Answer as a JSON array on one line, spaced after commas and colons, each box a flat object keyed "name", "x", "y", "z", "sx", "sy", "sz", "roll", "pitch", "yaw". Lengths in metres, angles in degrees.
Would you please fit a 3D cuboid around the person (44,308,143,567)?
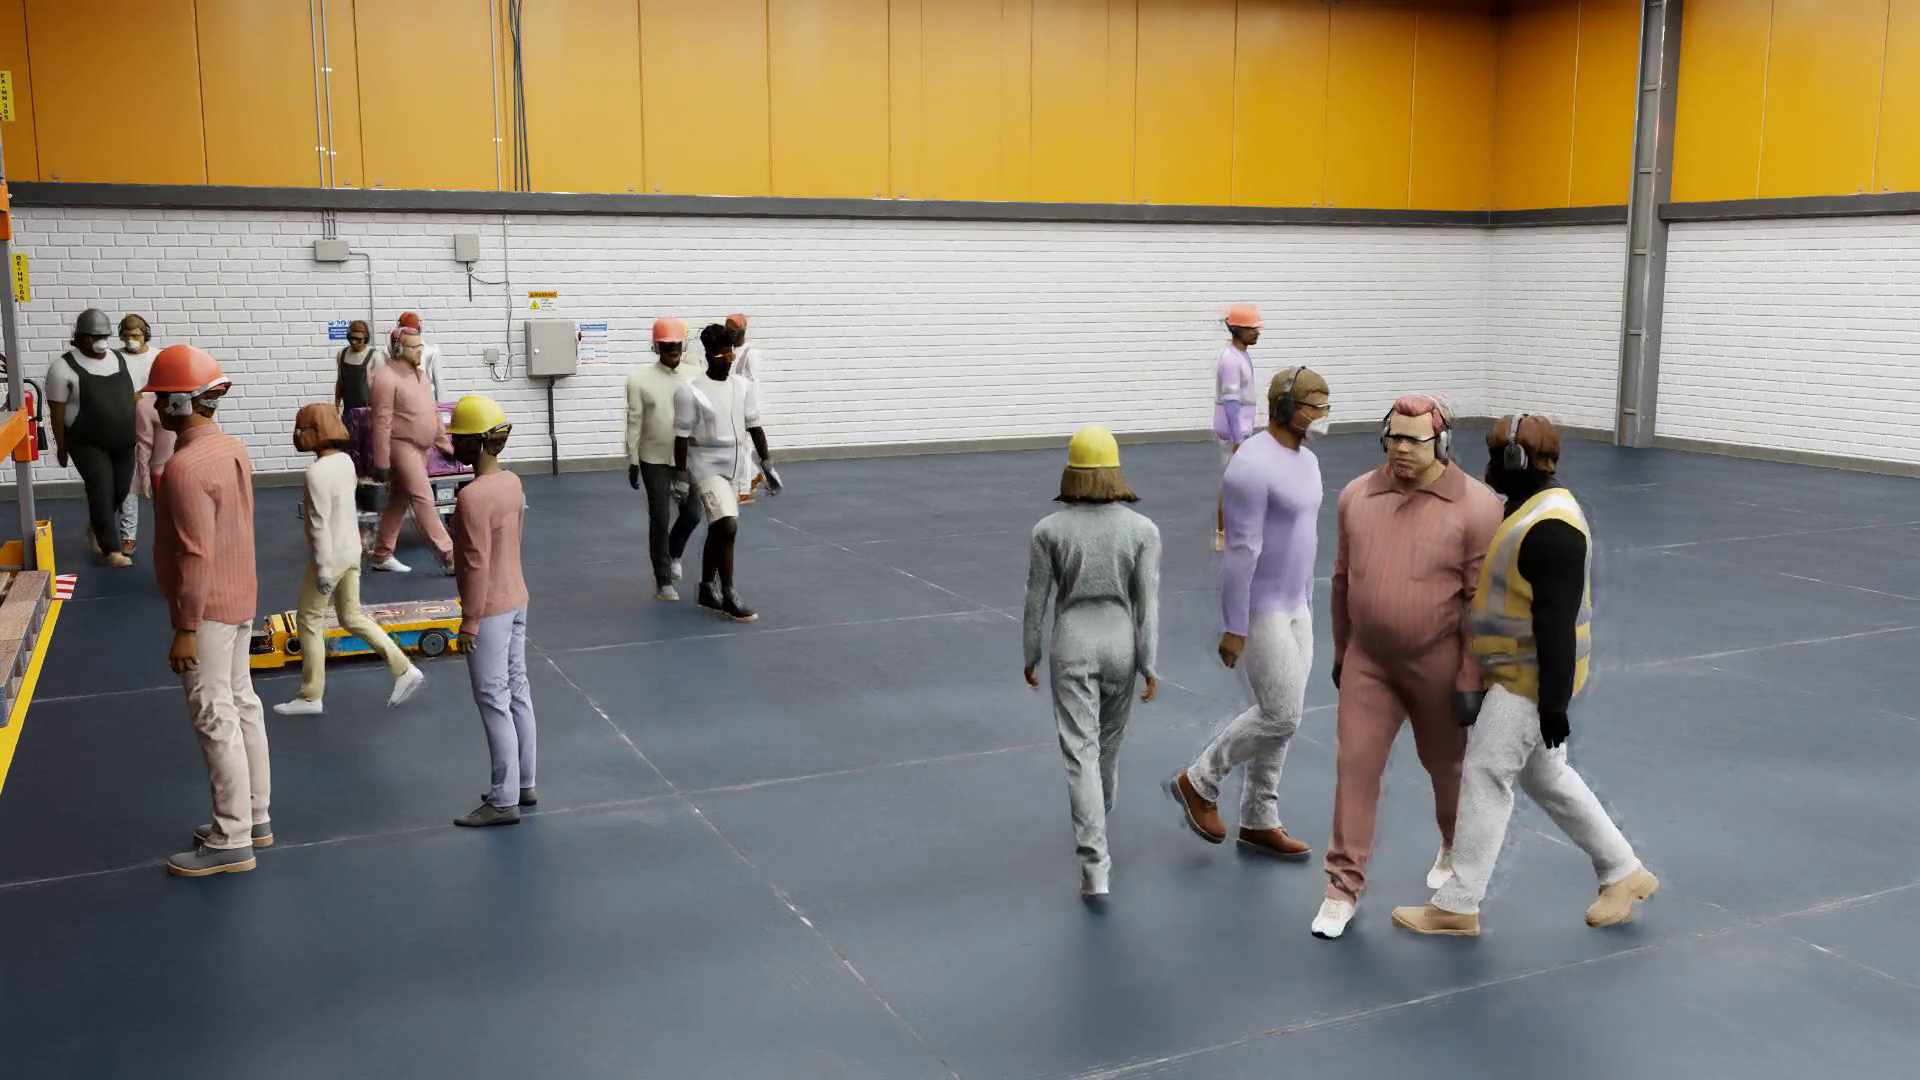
[{"name": "person", "x": -6.744, "y": -0.838, "z": 12.983, "sx": 0.905, "sy": 2.000, "sz": 0.681, "roll": 6, "pitch": 11, "yaw": 32}]

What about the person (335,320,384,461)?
[{"name": "person", "x": -5.818, "y": -1.239, "z": 16.181, "sx": 0.606, "sy": 1.809, "sz": 0.530, "roll": 3, "pitch": 10, "yaw": 19}]

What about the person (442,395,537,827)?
[{"name": "person", "x": -1.944, "y": 0.290, "z": 6.837, "sx": 0.311, "sy": 1.768, "sz": 0.533, "roll": 1, "pitch": 9, "yaw": 4}]

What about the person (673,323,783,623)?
[{"name": "person", "x": -1.490, "y": -0.435, "z": 10.835, "sx": 0.804, "sy": 1.928, "sz": 0.633, "roll": 6, "pitch": 11, "yaw": 34}]

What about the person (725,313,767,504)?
[{"name": "person", "x": -2.115, "y": -1.266, "z": 16.163, "sx": 0.457, "sy": 1.870, "sz": 0.600, "roll": -6, "pitch": 11, "yaw": -34}]

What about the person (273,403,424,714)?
[{"name": "person", "x": -3.145, "y": 0.099, "z": 8.501, "sx": 0.704, "sy": 1.603, "sz": 0.508, "roll": 0, "pitch": 9, "yaw": 2}]

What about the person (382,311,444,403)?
[{"name": "person", "x": -5.449, "y": -1.345, "z": 16.625, "sx": 0.577, "sy": 1.883, "sz": 0.351, "roll": -4, "pitch": 10, "yaw": -23}]

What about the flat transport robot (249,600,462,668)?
[{"name": "flat transport robot", "x": -3.517, "y": 0.539, "z": 9.916, "sx": 1.431, "sy": 0.197, "sz": 0.652, "roll": -4, "pitch": 10, "yaw": -25}]

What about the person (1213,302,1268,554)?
[{"name": "person", "x": 2.243, "y": -0.874, "z": 13.253, "sx": 0.468, "sy": 2.022, "sz": 0.632, "roll": 4, "pitch": 10, "yaw": 21}]

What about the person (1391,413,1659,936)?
[{"name": "person", "x": 1.992, "y": 0.464, "z": 5.687, "sx": 0.896, "sy": 1.799, "sz": 0.636, "roll": 1, "pitch": 9, "yaw": 8}]

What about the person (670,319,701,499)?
[{"name": "person", "x": -2.752, "y": -1.320, "z": 16.699, "sx": 0.699, "sy": 1.812, "sz": 0.599, "roll": -7, "pitch": 11, "yaw": -36}]

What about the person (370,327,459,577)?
[{"name": "person", "x": -4.017, "y": -0.646, "z": 12.371, "sx": 0.988, "sy": 1.857, "sz": 0.643, "roll": 1, "pitch": 9, "yaw": 6}]

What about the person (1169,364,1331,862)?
[{"name": "person", "x": 1.176, "y": 0.283, "z": 6.408, "sx": 0.484, "sy": 1.917, "sz": 0.651, "roll": 6, "pitch": 11, "yaw": 32}]

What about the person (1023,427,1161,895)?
[{"name": "person", "x": 0.491, "y": 0.428, "z": 6.221, "sx": 0.499, "sy": 1.692, "sz": 0.953, "roll": 0, "pitch": 9, "yaw": -3}]

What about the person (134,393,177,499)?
[{"name": "person", "x": -5.520, "y": -0.478, "z": 11.649, "sx": 0.625, "sy": 1.744, "sz": 0.530, "roll": 7, "pitch": 12, "yaw": 38}]

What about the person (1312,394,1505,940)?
[{"name": "person", "x": 1.594, "y": 0.404, "z": 5.874, "sx": 0.656, "sy": 1.859, "sz": 0.987, "roll": 7, "pitch": 12, "yaw": 37}]

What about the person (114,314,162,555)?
[{"name": "person", "x": -6.576, "y": -0.848, "z": 13.387, "sx": 0.628, "sy": 1.931, "sz": 0.374, "roll": -4, "pitch": 10, "yaw": -23}]

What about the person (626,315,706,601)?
[{"name": "person", "x": -2.050, "y": -0.586, "z": 11.645, "sx": 0.623, "sy": 1.977, "sz": 0.637, "roll": -4, "pitch": 10, "yaw": -25}]

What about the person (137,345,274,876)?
[{"name": "person", "x": -2.851, "y": 0.263, "z": 6.294, "sx": 0.386, "sy": 1.992, "sz": 0.625, "roll": -1, "pitch": 9, "yaw": -6}]
